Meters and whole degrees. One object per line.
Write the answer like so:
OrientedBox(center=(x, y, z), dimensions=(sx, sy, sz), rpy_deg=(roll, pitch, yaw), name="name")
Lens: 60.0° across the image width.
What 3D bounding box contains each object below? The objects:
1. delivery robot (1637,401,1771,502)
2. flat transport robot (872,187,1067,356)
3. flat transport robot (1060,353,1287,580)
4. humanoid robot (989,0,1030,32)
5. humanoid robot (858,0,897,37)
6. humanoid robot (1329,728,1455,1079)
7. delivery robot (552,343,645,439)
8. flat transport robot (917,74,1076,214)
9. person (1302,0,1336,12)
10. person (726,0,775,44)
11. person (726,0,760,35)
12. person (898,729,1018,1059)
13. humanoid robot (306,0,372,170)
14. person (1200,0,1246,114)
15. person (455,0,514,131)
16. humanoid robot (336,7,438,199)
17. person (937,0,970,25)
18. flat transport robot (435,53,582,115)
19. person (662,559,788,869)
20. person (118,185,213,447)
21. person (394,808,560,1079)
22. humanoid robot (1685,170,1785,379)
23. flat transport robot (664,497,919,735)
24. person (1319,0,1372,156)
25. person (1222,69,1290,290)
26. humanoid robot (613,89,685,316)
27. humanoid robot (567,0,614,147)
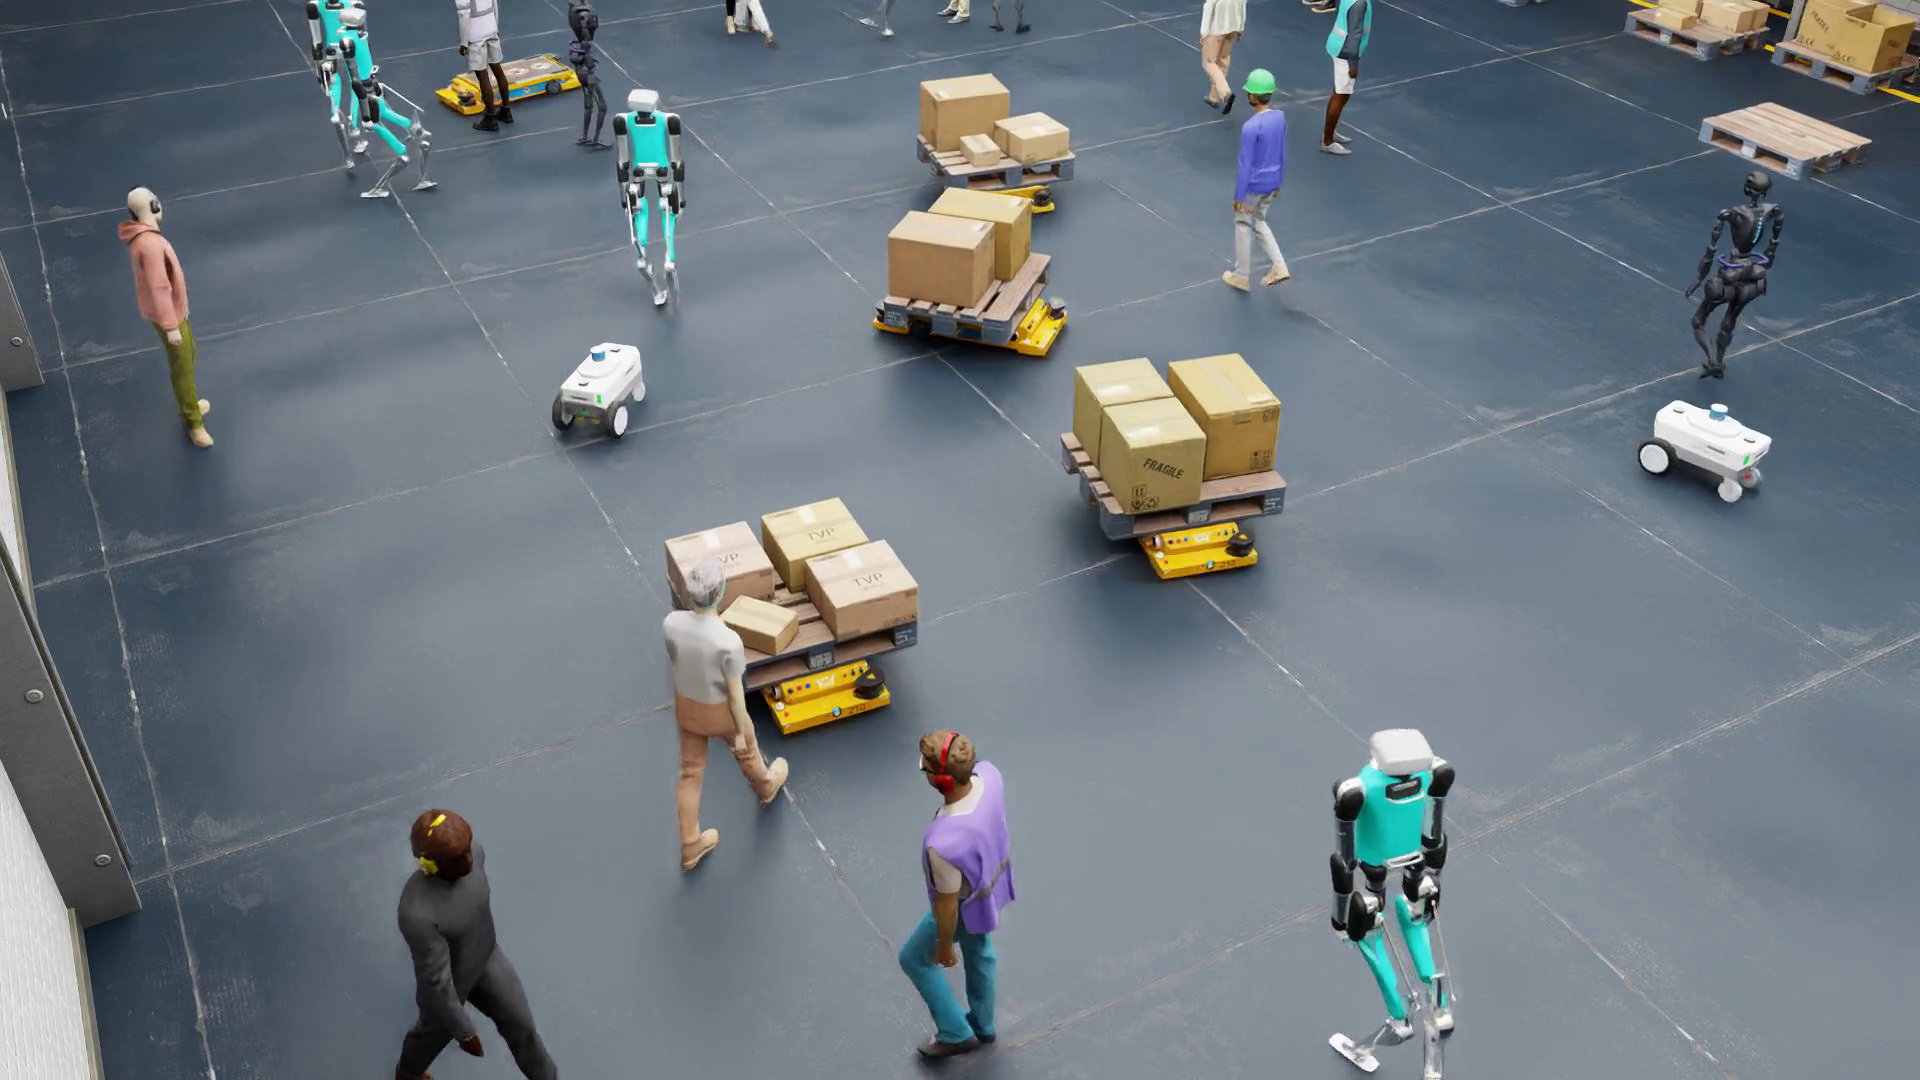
OrientedBox(center=(5.111, -0.654, 11.414), dimensions=(0.499, 0.611, 0.809), rpy_deg=(-27, 43, -33), name="delivery robot")
OrientedBox(center=(0.082, -1.796, 13.280), dimensions=(1.431, 0.231, 0.659), rpy_deg=(11, 37, 15), name="flat transport robot")
OrientedBox(center=(1.393, -0.253, 11.077), dimensions=(0.659, 0.231, 1.431), rpy_deg=(-9, 36, -13), name="flat transport robot")
OrientedBox(center=(0.506, -6.683, 19.037), dimensions=(0.617, 1.634, 0.428), rpy_deg=(2, 35, 2), name="humanoid robot")
OrientedBox(center=(-0.892, -6.556, 18.805), dimensions=(0.899, 1.764, 0.530), rpy_deg=(29, 44, 35), name="humanoid robot")
OrientedBox(center=(1.903, 1.698, 7.028), dimensions=(0.568, 1.785, 0.833), rpy_deg=(-11, 36, -15), name="humanoid robot")
OrientedBox(center=(-2.598, -1.103, 12.055), dimensions=(0.499, 0.610, 0.814), rpy_deg=(9, 36, 13), name="delivery robot")
OrientedBox(center=(0.317, -3.376, 15.536), dimensions=(0.659, 0.231, 1.431), rpy_deg=(-11, 37, -16), name="flat transport robot")
OrientedBox(center=(4.355, -7.239, 19.575), dimensions=(0.364, 1.961, 0.611), rpy_deg=(-5, 35, -7), name="person")
OrientedBox(center=(-2.412, -6.536, 18.699), dimensions=(0.586, 1.825, 0.971), rpy_deg=(-25, 42, -31), name="person")
OrientedBox(center=(-2.509, -6.628, 18.932), dimensions=(0.539, 1.696, 0.317), rpy_deg=(-12, 37, -16), name="person")
OrientedBox(center=(-0.002, 1.542, 7.159), dimensions=(0.483, 1.827, 0.578), rpy_deg=(18, 39, 24), name="person")
OrientedBox(center=(-5.761, -4.272, 15.568), dimensions=(0.576, 1.745, 1.051), rpy_deg=(-6, 35, -8), name="humanoid robot")
OrientedBox(center=(2.679, -5.136, 16.832), dimensions=(0.487, 1.654, 0.590), rpy_deg=(-15, 38, -21), name="person")
OrientedBox(center=(-4.760, -5.018, 16.426), dimensions=(0.357, 1.939, 0.542), rpy_deg=(16, 38, 22), name="person")
OrientedBox(center=(-5.129, -3.934, 15.071), dimensions=(0.884, 1.780, 0.553), rpy_deg=(-4, 35, -5), name="humanoid robot")
OrientedBox(center=(-0.036, -6.930, 19.239), dimensions=(0.374, 1.840, 0.567), rpy_deg=(-12, 37, -17), name="person")
OrientedBox(center=(-4.755, -4.835, 17.619), dimensions=(1.431, 0.231, 0.659), rpy_deg=(-26, 43, -32), name="flat transport robot")
OrientedBox(center=(-1.215, 0.807, 8.316), dimensions=(0.475, 1.705, 0.843), rpy_deg=(14, 37, 19), name="person")
OrientedBox(center=(-5.507, -1.532, 11.578), dimensions=(0.341, 1.806, 0.683), rpy_deg=(-17, 38, -23), name="person")
OrientedBox(center=(-2.070, 1.777, 6.833), dimensions=(1.000, 1.818, 0.516), rpy_deg=(14, 37, 20), name="person")
OrientedBox(center=(5.721, -1.924, 12.230), dimensions=(0.595, 1.642, 0.437), rpy_deg=(-4, 35, -6), name="humanoid robot")
OrientedBox(center=(-0.989, 0.582, 9.885), dimensions=(0.659, 0.231, 1.431), rpy_deg=(-15, 38, -20), name="flat transport robot")
OrientedBox(center=(3.740, -4.672, 15.950), dimensions=(0.468, 1.927, 0.569), rpy_deg=(6, 35, 8), name="person")
OrientedBox(center=(2.440, -2.865, 13.432), dimensions=(0.499, 1.849, 0.558), rpy_deg=(-26, 43, -32), name="person")
OrientedBox(center=(-2.437, -2.549, 13.166), dimensions=(0.536, 1.896, 0.758), rpy_deg=(-2, 35, -2), name="humanoid robot")
OrientedBox(center=(-3.637, -4.624, 16.103), dimensions=(0.363, 1.646, 0.616), rpy_deg=(-8, 36, -12), name="humanoid robot")
